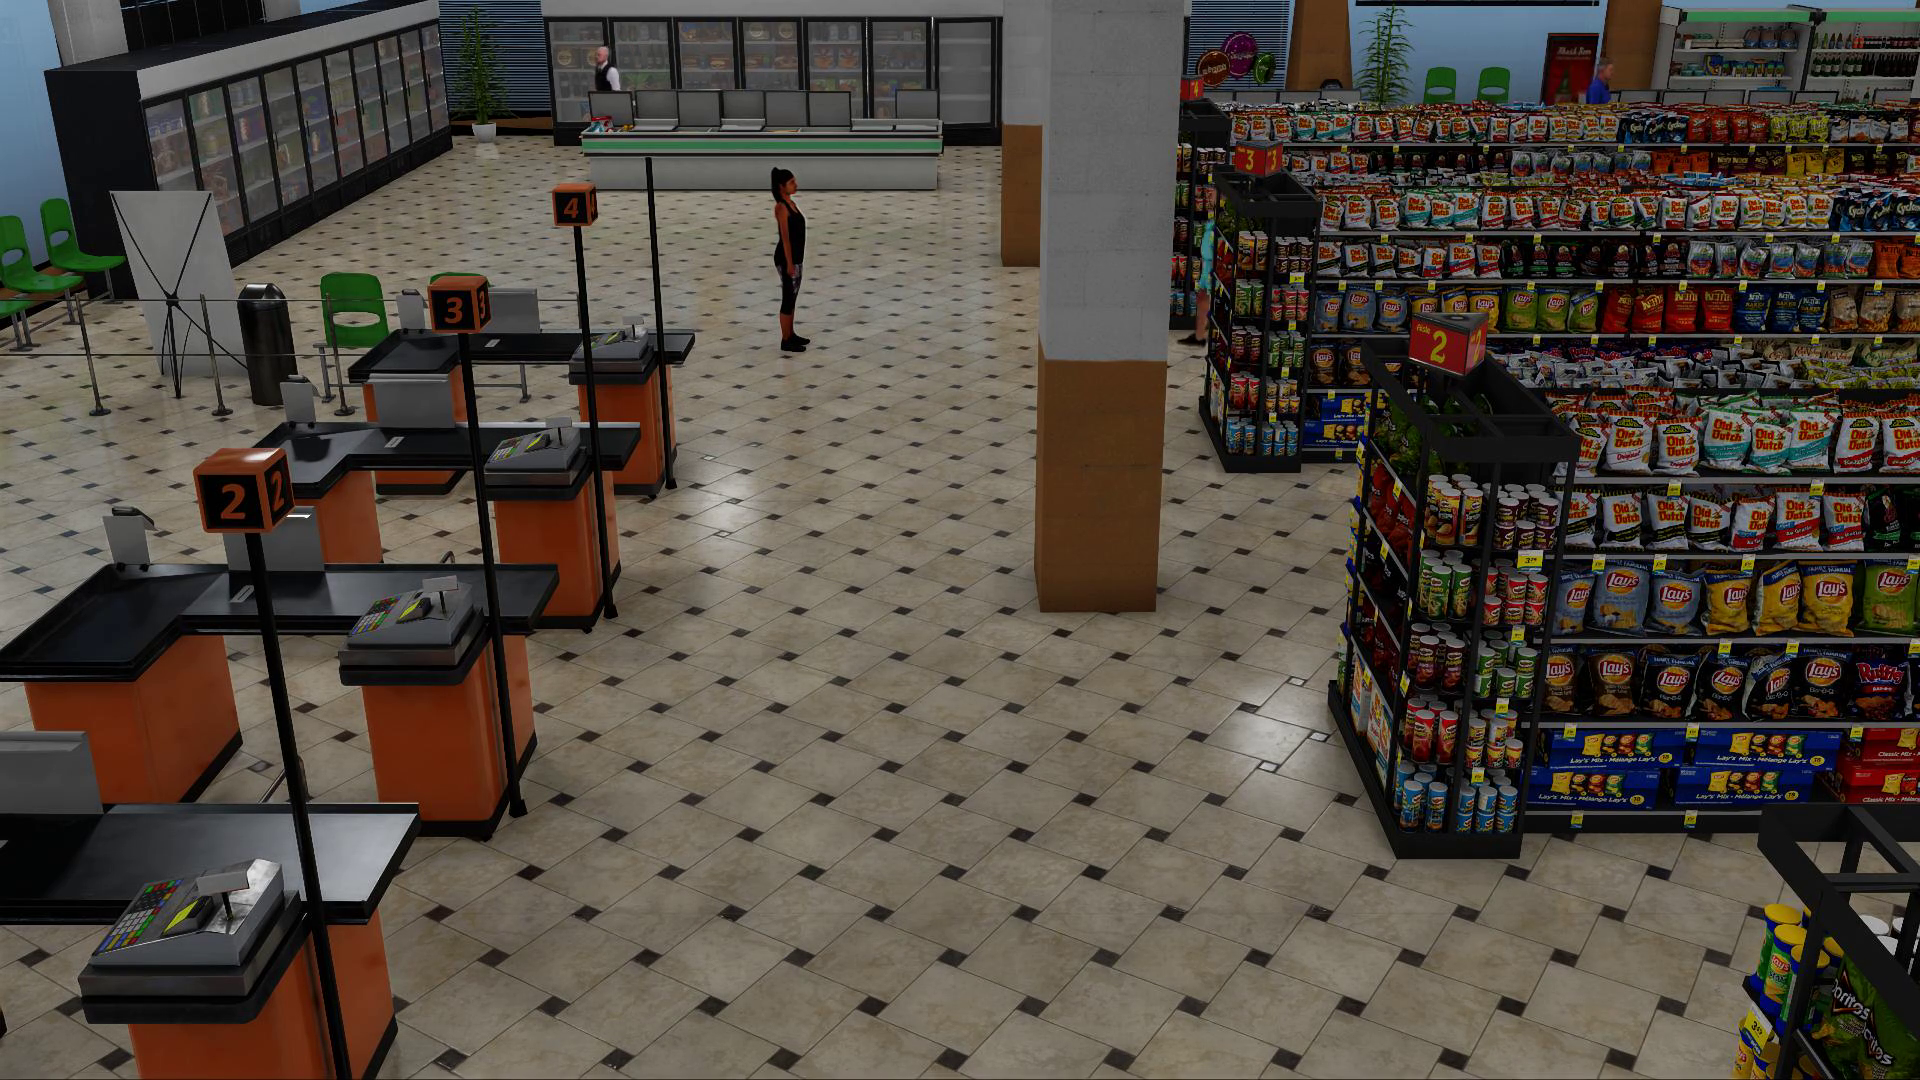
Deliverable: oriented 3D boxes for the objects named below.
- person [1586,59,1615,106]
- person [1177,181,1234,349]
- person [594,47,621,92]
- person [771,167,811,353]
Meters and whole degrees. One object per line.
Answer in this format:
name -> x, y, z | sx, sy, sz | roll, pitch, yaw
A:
person -> 8.436, -5.522, 22.396 | 1.330, 1.779, 1.191 | 15, 26, 33
person -> 2.403, -2.471, 15.127 | 1.016, 1.538, 0.681 | 5, 22, 11
person -> -5.009, -6.219, 24.101 | 1.007, 1.802, 0.948 | -18, 28, -38
person -> -1.566, -2.572, 15.215 | 0.518, 1.660, 0.584 | 1, 22, 3
